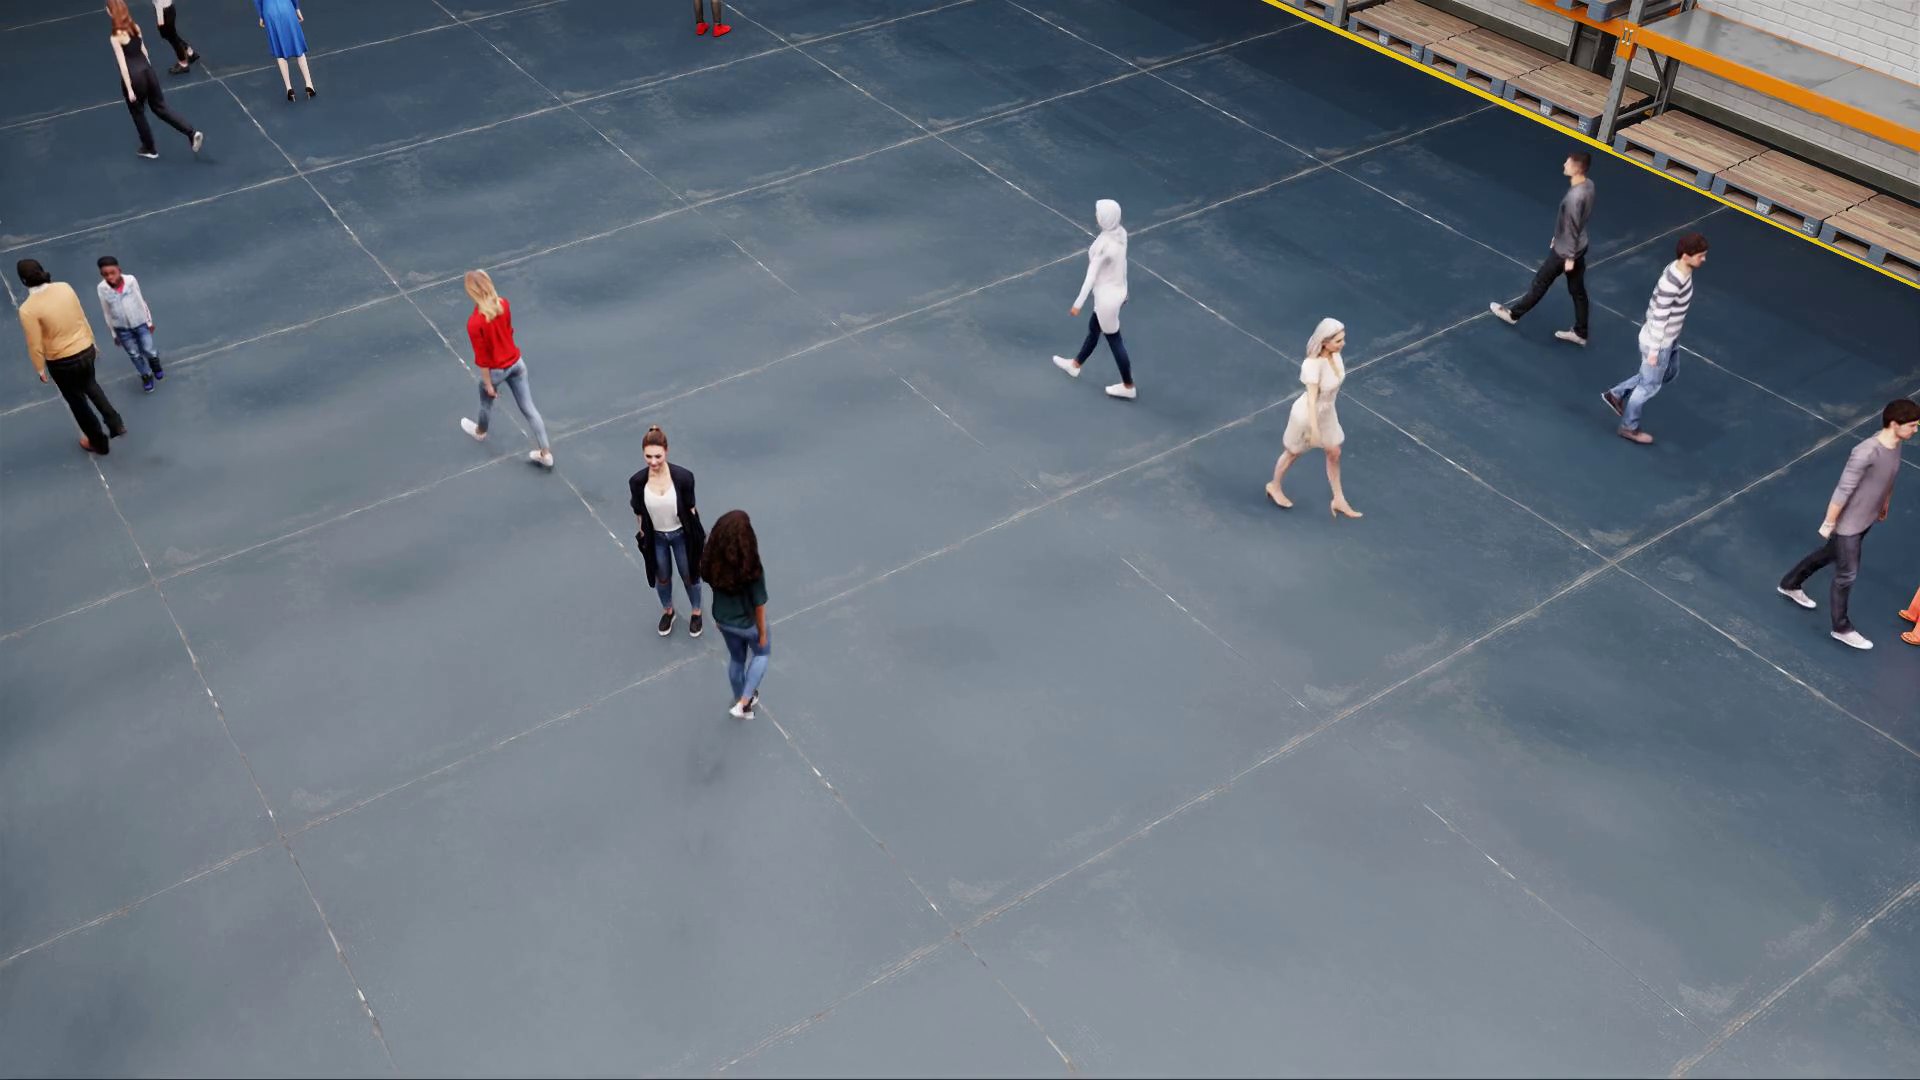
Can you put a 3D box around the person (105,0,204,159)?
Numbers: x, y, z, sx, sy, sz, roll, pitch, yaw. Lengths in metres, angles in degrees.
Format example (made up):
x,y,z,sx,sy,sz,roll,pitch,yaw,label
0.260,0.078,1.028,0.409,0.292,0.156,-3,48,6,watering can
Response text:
x,y,z,sx,sy,sz,roll,pitch,yaw,label
-8.360,-4.728,17.135,1.112,1.724,0.992,10,40,13,person

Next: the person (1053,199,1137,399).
x,y,z,sx,sy,sz,roll,pitch,yaw,label
1.295,-1.924,13.609,1.145,1.743,0.937,18,42,21,person

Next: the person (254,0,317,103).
x,y,z,sx,sy,sz,roll,pitch,yaw,label
-7.481,-5.728,18.305,0.660,1.828,0.627,-15,41,-18,person

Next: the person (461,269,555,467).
x,y,z,sx,sy,sz,roll,pitch,yaw,label
-3.481,-1.281,12.878,1.232,1.651,0.913,23,44,26,person

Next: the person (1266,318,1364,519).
x,y,z,sx,sy,sz,roll,pitch,yaw,label
2.532,-0.917,12.378,1.094,1.707,0.862,22,44,25,person

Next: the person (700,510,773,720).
x,y,z,sx,sy,sz,roll,pitch,yaw,label
-1.445,0.556,10.618,0.773,1.602,0.827,13,40,16,person

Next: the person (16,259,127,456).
x,y,z,sx,sy,sz,roll,pitch,yaw,label
-6.878,-1.404,12.957,0.846,1.745,0.808,17,42,20,person

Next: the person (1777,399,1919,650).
x,y,z,sx,sy,sz,roll,pitch,yaw,label
6.065,-0.207,11.395,0.752,1.823,1.009,-27,46,-30,person

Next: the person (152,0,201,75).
x,y,z,sx,sy,sz,roll,pitch,yaw,label
-9.003,-6.045,18.985,0.666,1.474,0.603,-14,41,-16,person

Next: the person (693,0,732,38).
x,y,z,sx,sy,sz,roll,pitch,yaw,label
-3.058,-6.933,19.833,0.685,1.805,0.778,11,40,13,person

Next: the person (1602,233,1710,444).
x,y,z,sx,sy,sz,roll,pitch,yaw,label
5.445,-1.626,13.162,0.869,1.835,0.812,22,43,25,person

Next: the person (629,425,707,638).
x,y,z,sx,sy,sz,roll,pitch,yaw,label
-1.970,-0.051,11.312,0.721,1.684,0.739,-1,39,-2,person

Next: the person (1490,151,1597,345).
x,y,z,sx,sy,sz,roll,pitch,yaw,label
5.316,-2.460,14.304,1.184,1.713,0.857,25,45,28,person

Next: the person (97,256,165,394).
x,y,z,sx,sy,sz,roll,pitch,yaw,label
-6.941,-1.845,13.908,0.540,1.248,0.608,-15,41,-18,person
